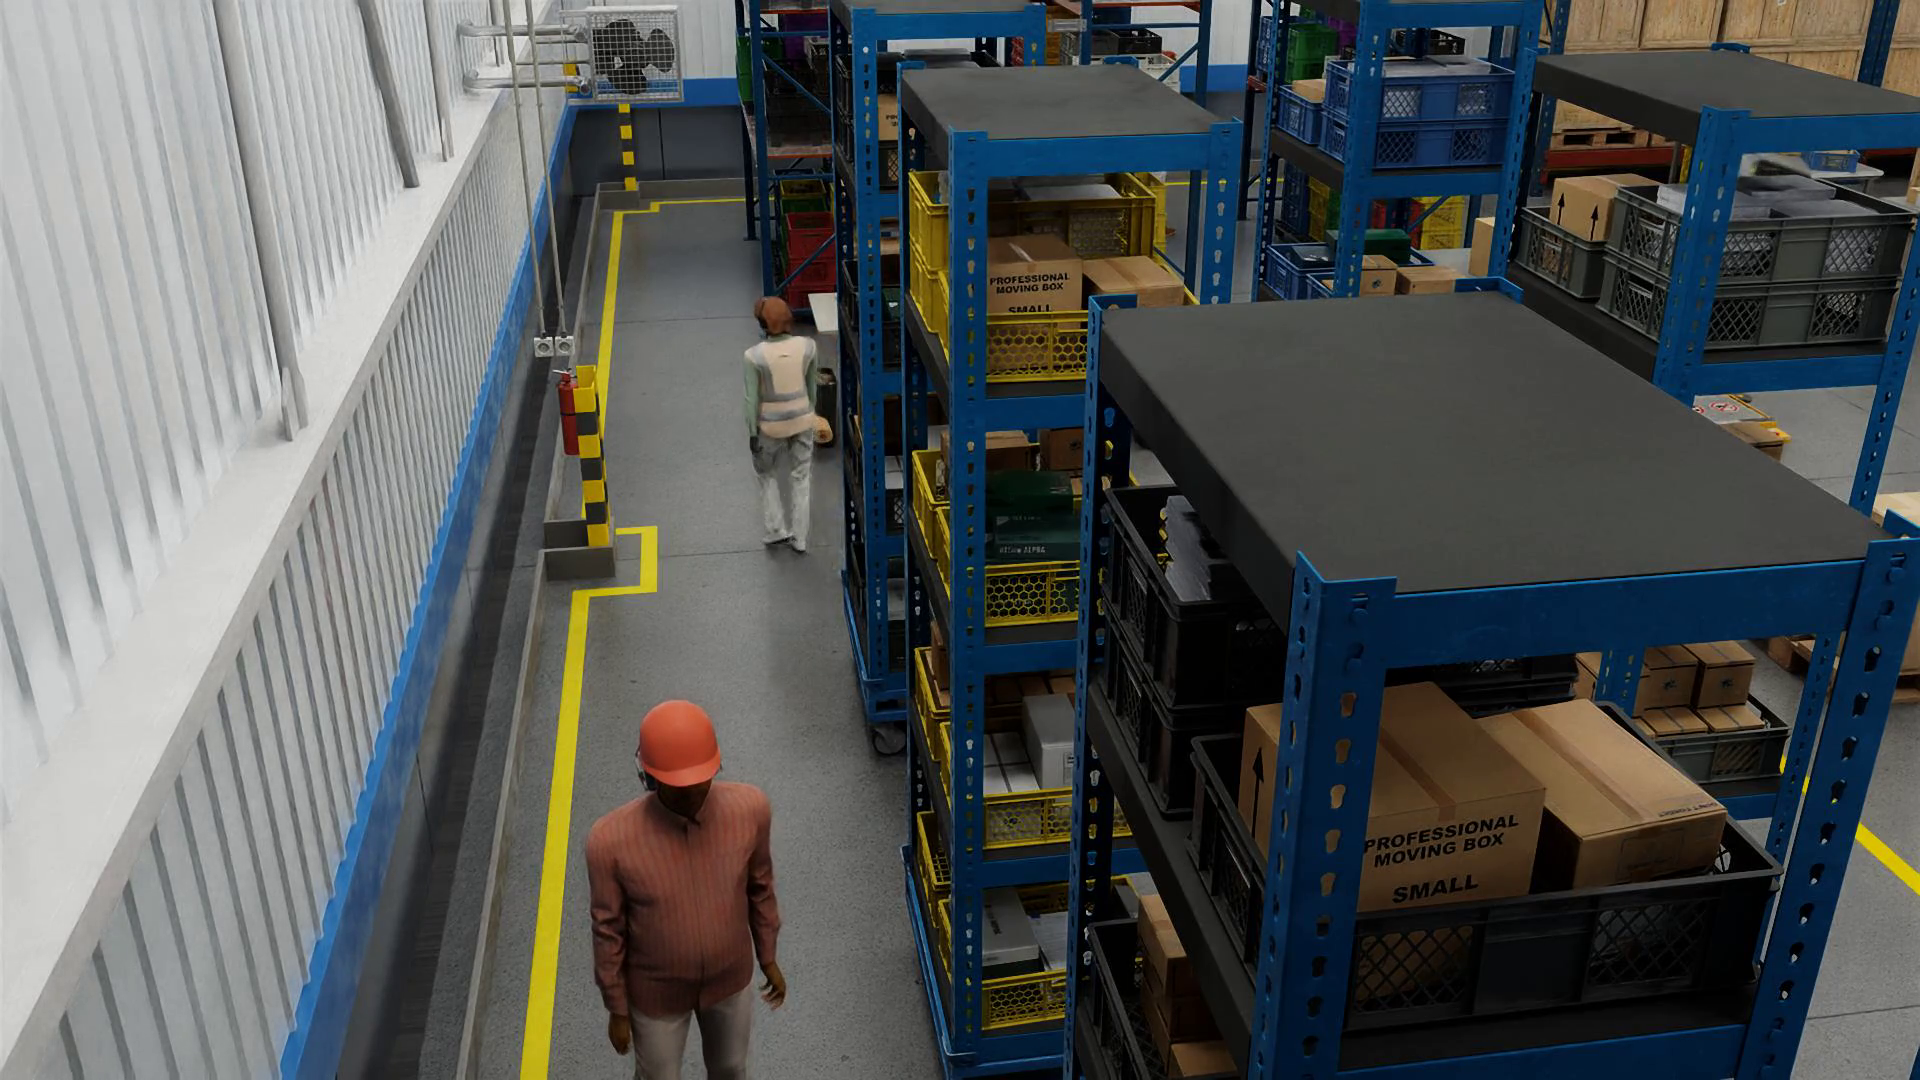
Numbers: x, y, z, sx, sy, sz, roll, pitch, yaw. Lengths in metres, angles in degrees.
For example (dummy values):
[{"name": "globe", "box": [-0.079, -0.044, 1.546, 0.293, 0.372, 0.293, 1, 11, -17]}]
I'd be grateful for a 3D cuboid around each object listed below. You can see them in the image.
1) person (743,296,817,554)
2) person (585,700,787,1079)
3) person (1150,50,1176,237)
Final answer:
[{"name": "person", "box": [-1.084, -0.696, 10.165, 0.529, 1.622, 0.399, -13, 28, -26]}, {"name": "person", "box": [-0.837, 1.377, 5.225, 0.609, 1.996, 0.383, -13, 28, -27]}, {"name": "person", "box": [2.078, -4.127, 17.322, 0.357, 1.883, 0.573, -4, 25, -9]}]
